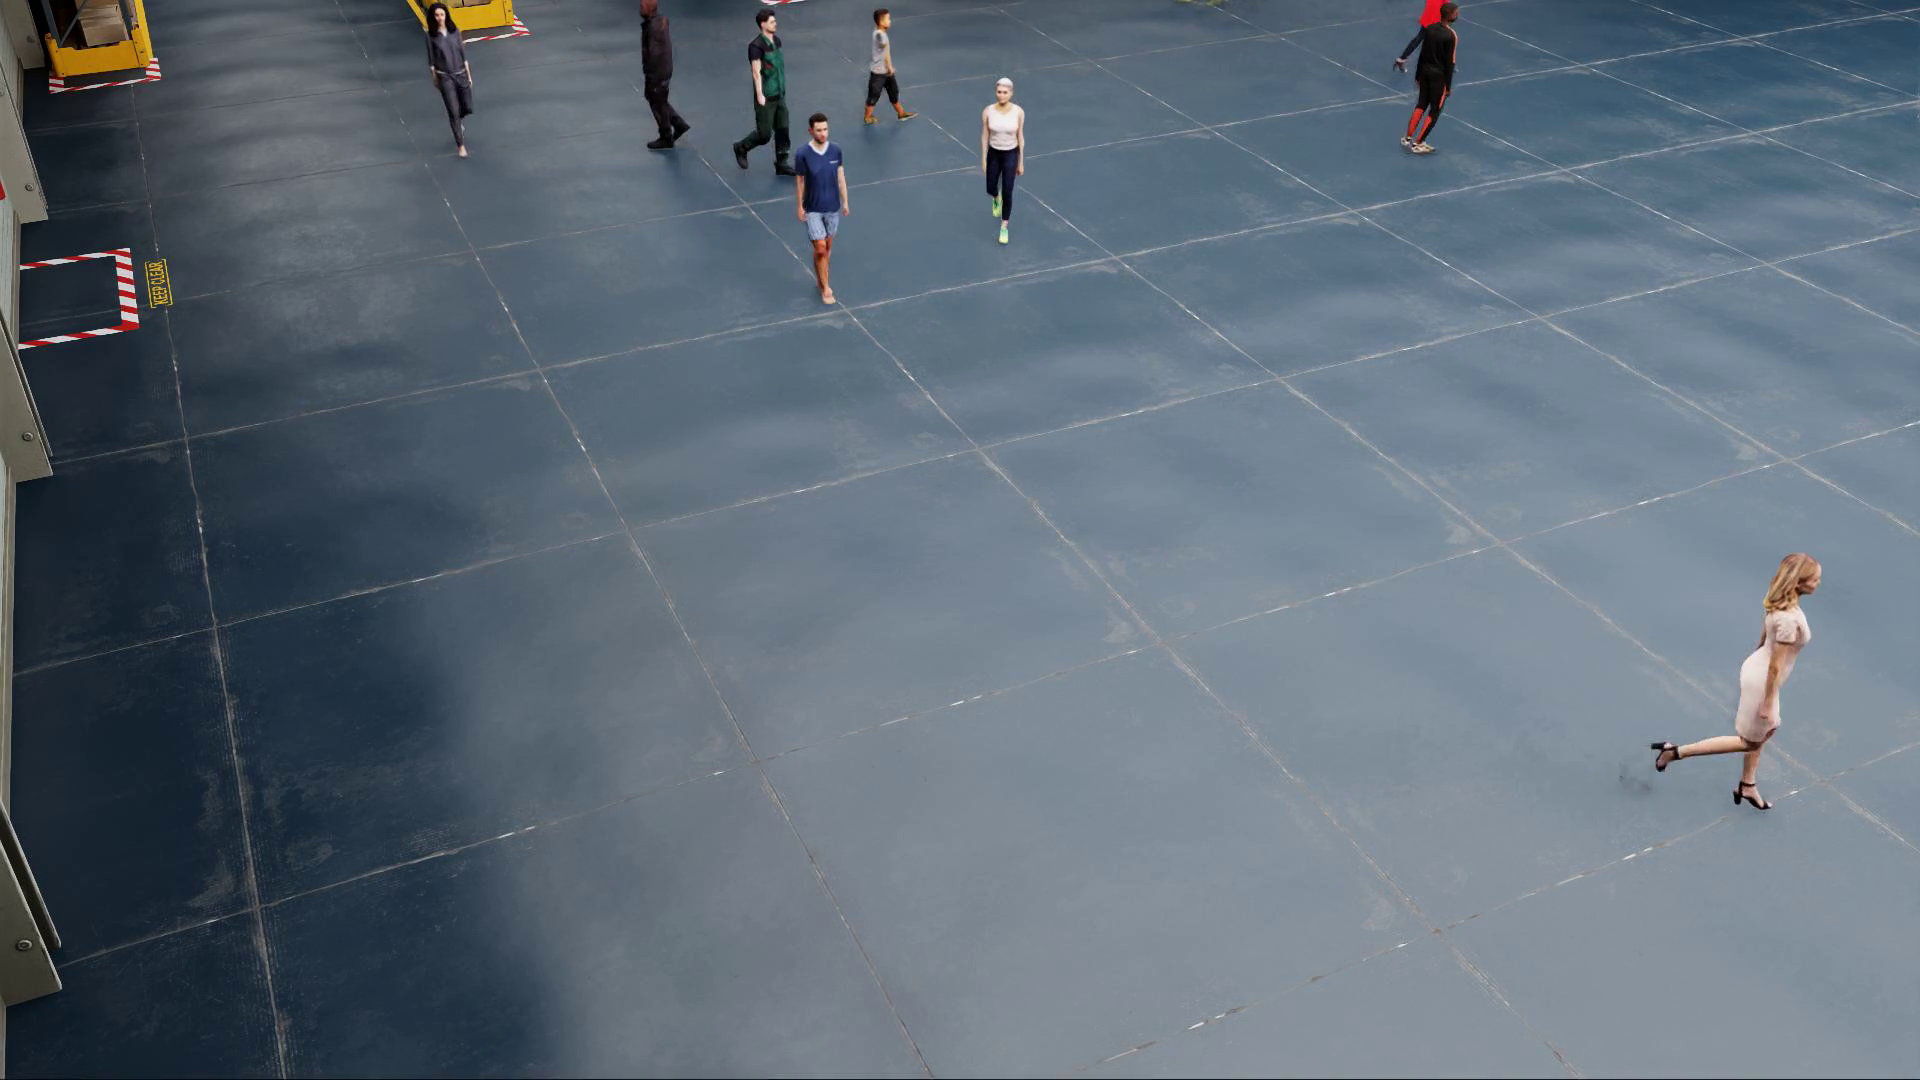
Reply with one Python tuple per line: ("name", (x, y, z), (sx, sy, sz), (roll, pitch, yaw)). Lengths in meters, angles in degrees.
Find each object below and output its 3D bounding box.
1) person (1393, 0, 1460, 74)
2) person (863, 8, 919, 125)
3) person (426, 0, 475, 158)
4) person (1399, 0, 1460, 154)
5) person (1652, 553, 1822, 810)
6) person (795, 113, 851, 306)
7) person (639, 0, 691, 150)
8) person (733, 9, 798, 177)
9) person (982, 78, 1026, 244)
("person", (6.156, -6.926, 21.823), (1.054, 1.705, 1.116), (4, 33, 6))
("person", (-1.044, -5.832, 20.388), (0.869, 1.434, 0.943), (-2, 33, -4))
("person", (-5.964, -5.418, 19.463), (0.630, 1.749, 0.871), (-17, 37, -24))
("person", (5.505, -5.374, 19.374), (0.869, 1.771, 0.551), (-28, 42, -36))
("person", (4.617, 0.840, 9.784), (1.032, 1.811, 0.986), (10, 34, 14))
("person", (-1.377, -3.249, 16.051), (0.676, 1.831, 0.853), (-17, 37, -25))
("person", (-3.440, -5.478, 19.501), (0.914, 1.808, 0.841), (0, 33, 0))
("person", (-2.230, -5.016, 18.721), (1.147, 1.884, 1.044), (14, 36, 21))
("person", (0.455, -3.995, 17.331), (0.881, 1.687, 1.040), (2, 33, 4))
